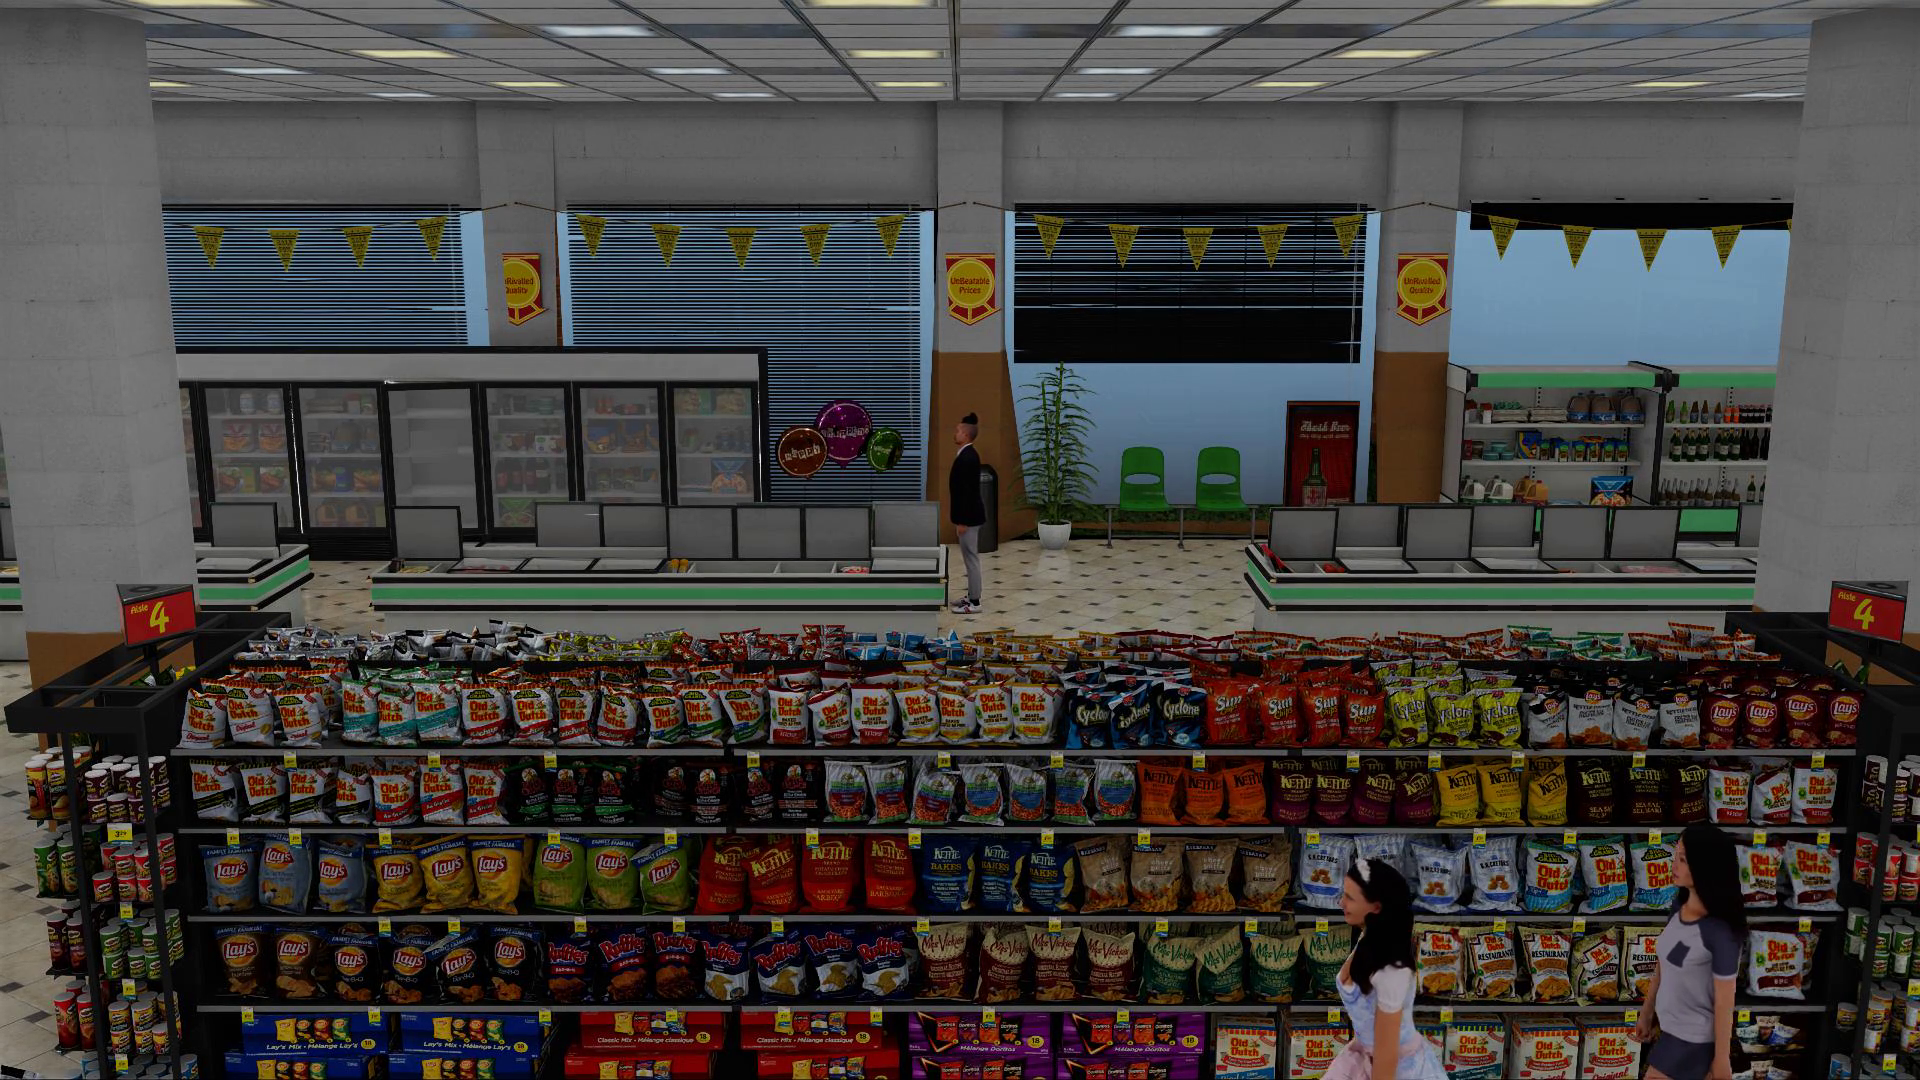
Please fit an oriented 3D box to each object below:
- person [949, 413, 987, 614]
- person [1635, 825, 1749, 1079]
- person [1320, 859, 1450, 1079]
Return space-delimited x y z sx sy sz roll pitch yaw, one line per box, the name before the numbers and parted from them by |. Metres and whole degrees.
person | 0.082 -0.268 16.125 0.579 1.948 0.693 0 12 2
person | 2.890 1.929 6.395 1.135 1.659 0.663 1 12 3
person | 1.549 1.986 5.828 0.819 1.781 0.678 -1 12 -3
